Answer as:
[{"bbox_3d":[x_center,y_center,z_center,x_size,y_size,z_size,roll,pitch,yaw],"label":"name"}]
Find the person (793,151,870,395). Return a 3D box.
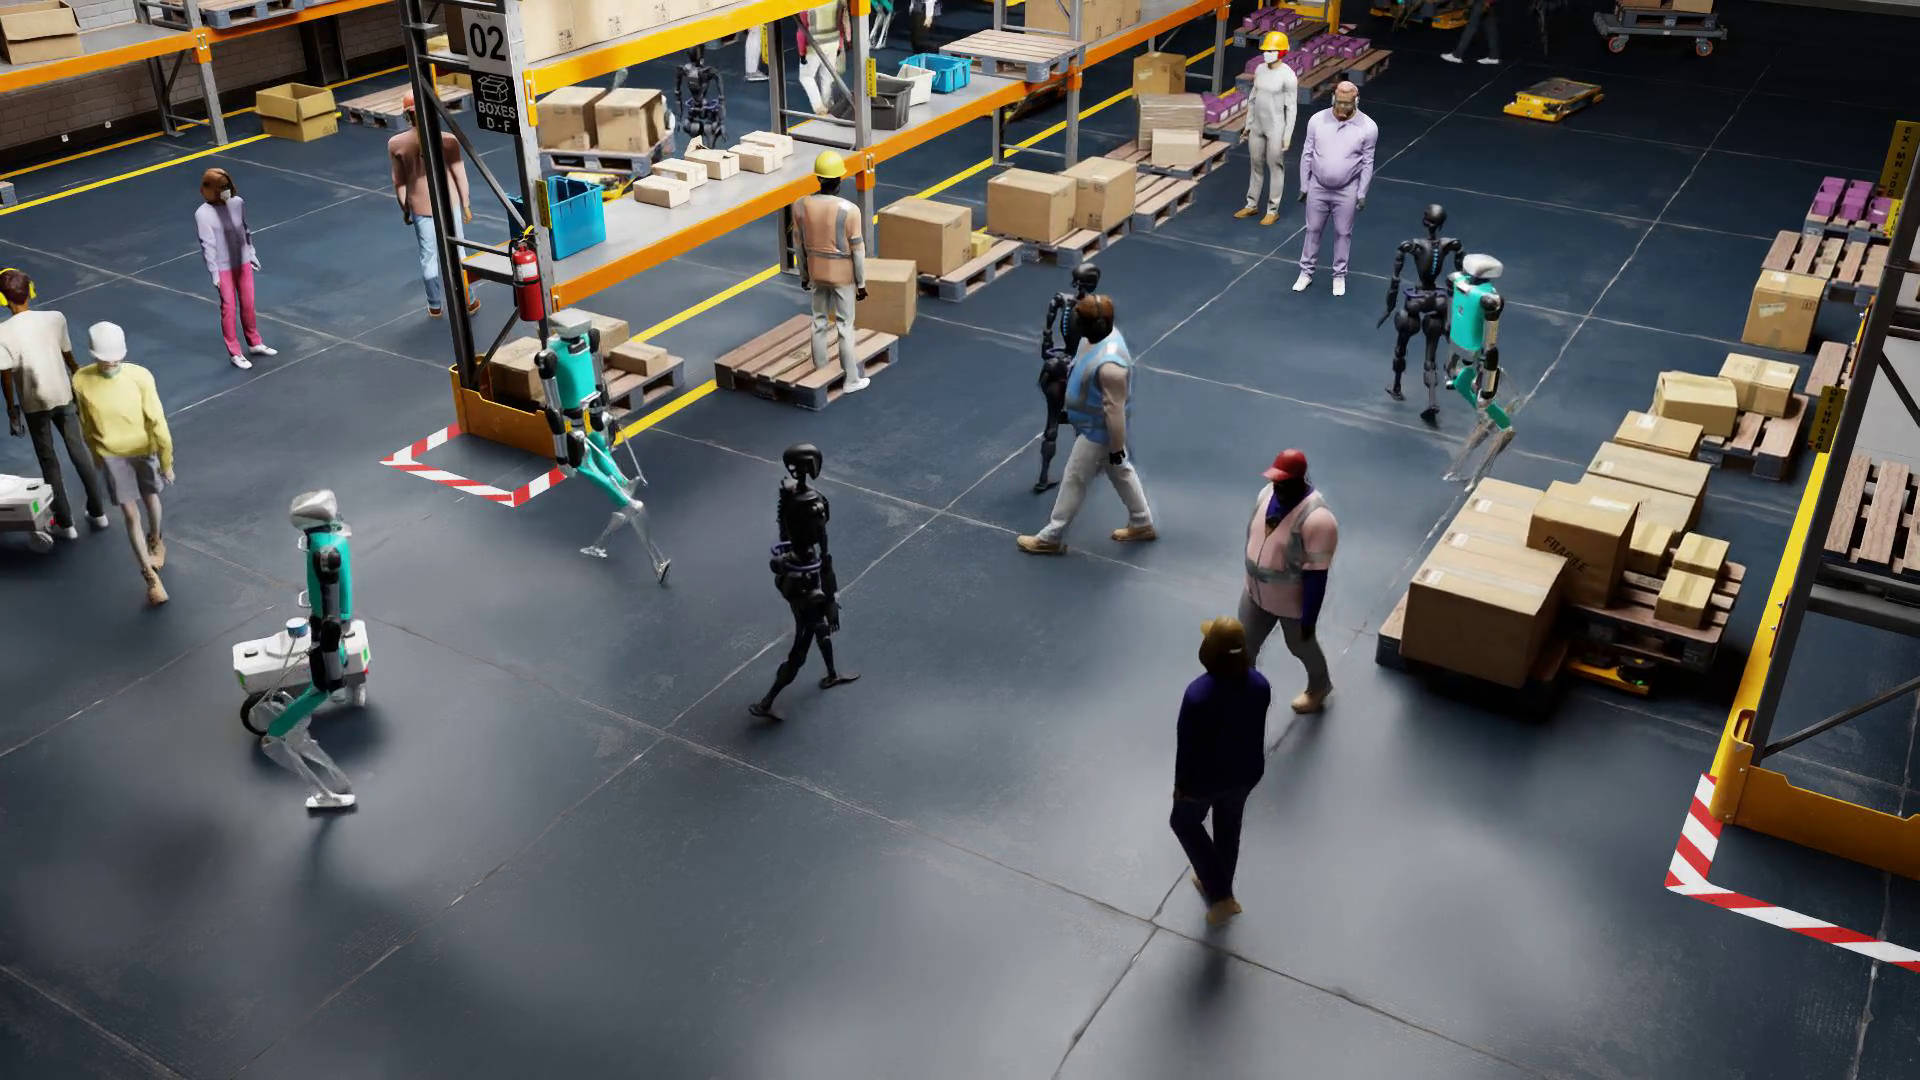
[{"bbox_3d":[-0.991,-2.061,12.903,0.584,1.927,0.365,12,32,20],"label":"person"}]

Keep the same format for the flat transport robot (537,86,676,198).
[{"bbox_3d":[-3.806,-4.025,18.061,0.659,0.231,1.431,5,30,8],"label":"flat transport robot"}]

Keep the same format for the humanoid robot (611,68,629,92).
[{"bbox_3d":[-4.343,-6.235,20.500,0.734,1.794,0.535,-22,36,-33],"label":"humanoid robot"}]

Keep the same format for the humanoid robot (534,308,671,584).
[{"bbox_3d":[-2.124,-0.547,10.455,0.894,1.797,0.550,14,32,23],"label":"humanoid robot"}]

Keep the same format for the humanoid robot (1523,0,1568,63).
[{"bbox_3d":[7.972,-7.303,22.489,0.610,1.609,0.815,-10,31,-17],"label":"humanoid robot"}]

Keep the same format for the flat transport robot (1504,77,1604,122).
[{"bbox_3d":[7.374,-5.461,20.601,0.659,0.231,1.431,24,37,36],"label":"flat transport robot"}]

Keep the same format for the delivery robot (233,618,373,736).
[{"bbox_3d":[-3.718,0.719,9.380,0.767,0.595,0.517,-11,31,-19],"label":"delivery robot"}]

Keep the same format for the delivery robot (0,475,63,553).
[{"bbox_3d":[-6.365,-0.208,11.010,0.785,0.585,0.499,-1,29,-1],"label":"delivery robot"}]

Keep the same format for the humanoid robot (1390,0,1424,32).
[{"bbox_3d":[6.453,-8.144,23.930,0.556,1.858,0.706,-18,34,-29],"label":"humanoid robot"}]

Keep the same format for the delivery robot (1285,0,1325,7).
[{"bbox_3d":[5.257,-8.167,25.117,0.803,0.613,0.499,12,32,21],"label":"delivery robot"}]

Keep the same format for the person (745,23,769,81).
[{"bbox_3d":[-2.659,-6.962,21.595,0.486,1.905,0.605,-15,33,-25],"label":"person"}]

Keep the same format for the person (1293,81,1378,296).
[{"bbox_3d":[3.324,-3.121,14.803,0.641,1.907,0.414,10,31,17],"label":"person"}]

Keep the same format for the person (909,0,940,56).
[{"bbox_3d":[-0.484,-6.858,21.583,0.577,1.732,0.779,-6,30,-11],"label":"person"}]

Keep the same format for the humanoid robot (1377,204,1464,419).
[{"bbox_3d":[3.519,-1.746,12.630,0.602,1.635,0.721,-2,30,-4],"label":"humanoid robot"}]

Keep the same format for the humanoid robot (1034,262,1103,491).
[{"bbox_3d":[0.799,-1.156,11.589,0.609,1.630,0.766,24,38,36],"label":"humanoid robot"}]

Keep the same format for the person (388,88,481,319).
[{"bbox_3d":[-4.507,-2.874,14.276,0.609,1.993,0.377,-5,30,-9],"label":"person"}]

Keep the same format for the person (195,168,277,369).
[{"bbox_3d":[-5.880,-2.210,13.462,0.266,1.630,0.506,11,31,19],"label":"person"}]

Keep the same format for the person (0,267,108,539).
[{"bbox_3d":[-5.990,-0.888,10.904,0.347,1.857,0.518,21,35,32],"label":"person"}]

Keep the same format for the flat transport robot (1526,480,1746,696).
[{"bbox_3d":[4.018,0.449,10.147,0.659,0.231,1.431,17,34,27],"label":"flat transport robot"}]

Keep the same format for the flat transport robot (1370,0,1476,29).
[{"bbox_3d":[6.931,-7.891,24.900,0.659,0.231,1.431,-22,36,-34],"label":"flat transport robot"}]

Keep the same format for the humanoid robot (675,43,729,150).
[{"bbox_3d":[-2.684,-4.345,17.203,0.593,1.636,0.570,7,30,13],"label":"humanoid robot"}]

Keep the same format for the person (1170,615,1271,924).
[{"bbox_3d":[1.203,1.087,7.649,0.479,1.605,0.529,-12,32,-21],"label":"person"}]

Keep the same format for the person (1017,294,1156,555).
[{"bbox_3d":[0.884,-0.745,10.717,0.950,1.796,0.627,0,29,0],"label":"person"}]

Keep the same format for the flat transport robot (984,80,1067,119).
[{"bbox_3d":[0.741,-5.537,20.736,0.659,0.231,1.431,17,33,27],"label":"flat transport robot"}]

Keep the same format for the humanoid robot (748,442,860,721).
[{"bbox_3d":[-0.890,0.219,9.174,0.766,1.637,0.610,-17,34,-27],"label":"humanoid robot"}]

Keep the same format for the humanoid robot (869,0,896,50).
[{"bbox_3d":[-1.130,-7.681,22.998,0.675,1.765,0.541,-23,37,-35],"label":"humanoid robot"}]

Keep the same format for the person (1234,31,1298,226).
[{"bbox_3d":[3.066,-4.087,16.521,0.367,1.897,0.570,-24,37,-35],"label":"person"}]

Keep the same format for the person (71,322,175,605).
[{"bbox_3d":[-5.125,-0.521,10.281,0.491,1.818,0.924,-13,32,-21],"label":"person"}]

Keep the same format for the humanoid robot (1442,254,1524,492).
[{"bbox_3d":[3.634,-1.116,11.443,0.715,1.805,0.534,-10,31,-17],"label":"humanoid robot"}]

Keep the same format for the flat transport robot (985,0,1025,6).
[{"bbox_3d":[1.069,-8.671,26.281,1.431,0.231,0.659,-22,36,-34],"label":"flat transport robot"}]

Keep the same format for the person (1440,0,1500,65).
[{"bbox_3d":[6.994,-7.295,22.275,0.765,1.814,0.526,17,34,28],"label":"person"}]

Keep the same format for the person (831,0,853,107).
[{"bbox_3d":[-1.597,-6.083,20.207,0.578,1.728,0.658,-11,31,-19],"label":"person"}]

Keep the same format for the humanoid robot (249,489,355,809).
[{"bbox_3d":[-3.320,0.625,8.376,0.722,1.804,0.562,-9,31,-15],"label":"humanoid robot"}]

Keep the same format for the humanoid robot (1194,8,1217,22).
[{"bbox_3d":[3.784,-8.566,24.583,0.960,1.718,0.532,-24,37,-36],"label":"humanoid robot"}]

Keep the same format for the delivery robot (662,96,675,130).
[{"bbox_3d":[-3.666,-4.949,19.424,0.499,0.614,0.812,4,30,8],"label":"delivery robot"}]

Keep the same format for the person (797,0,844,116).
[{"bbox_3d":[-1.645,-5.798,19.614,0.640,1.826,0.481,-18,34,-28],"label":"person"}]

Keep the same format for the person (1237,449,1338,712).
[{"bbox_3d":[1.769,0.277,8.985,0.902,1.709,0.624,-20,35,-32],"label":"person"}]
